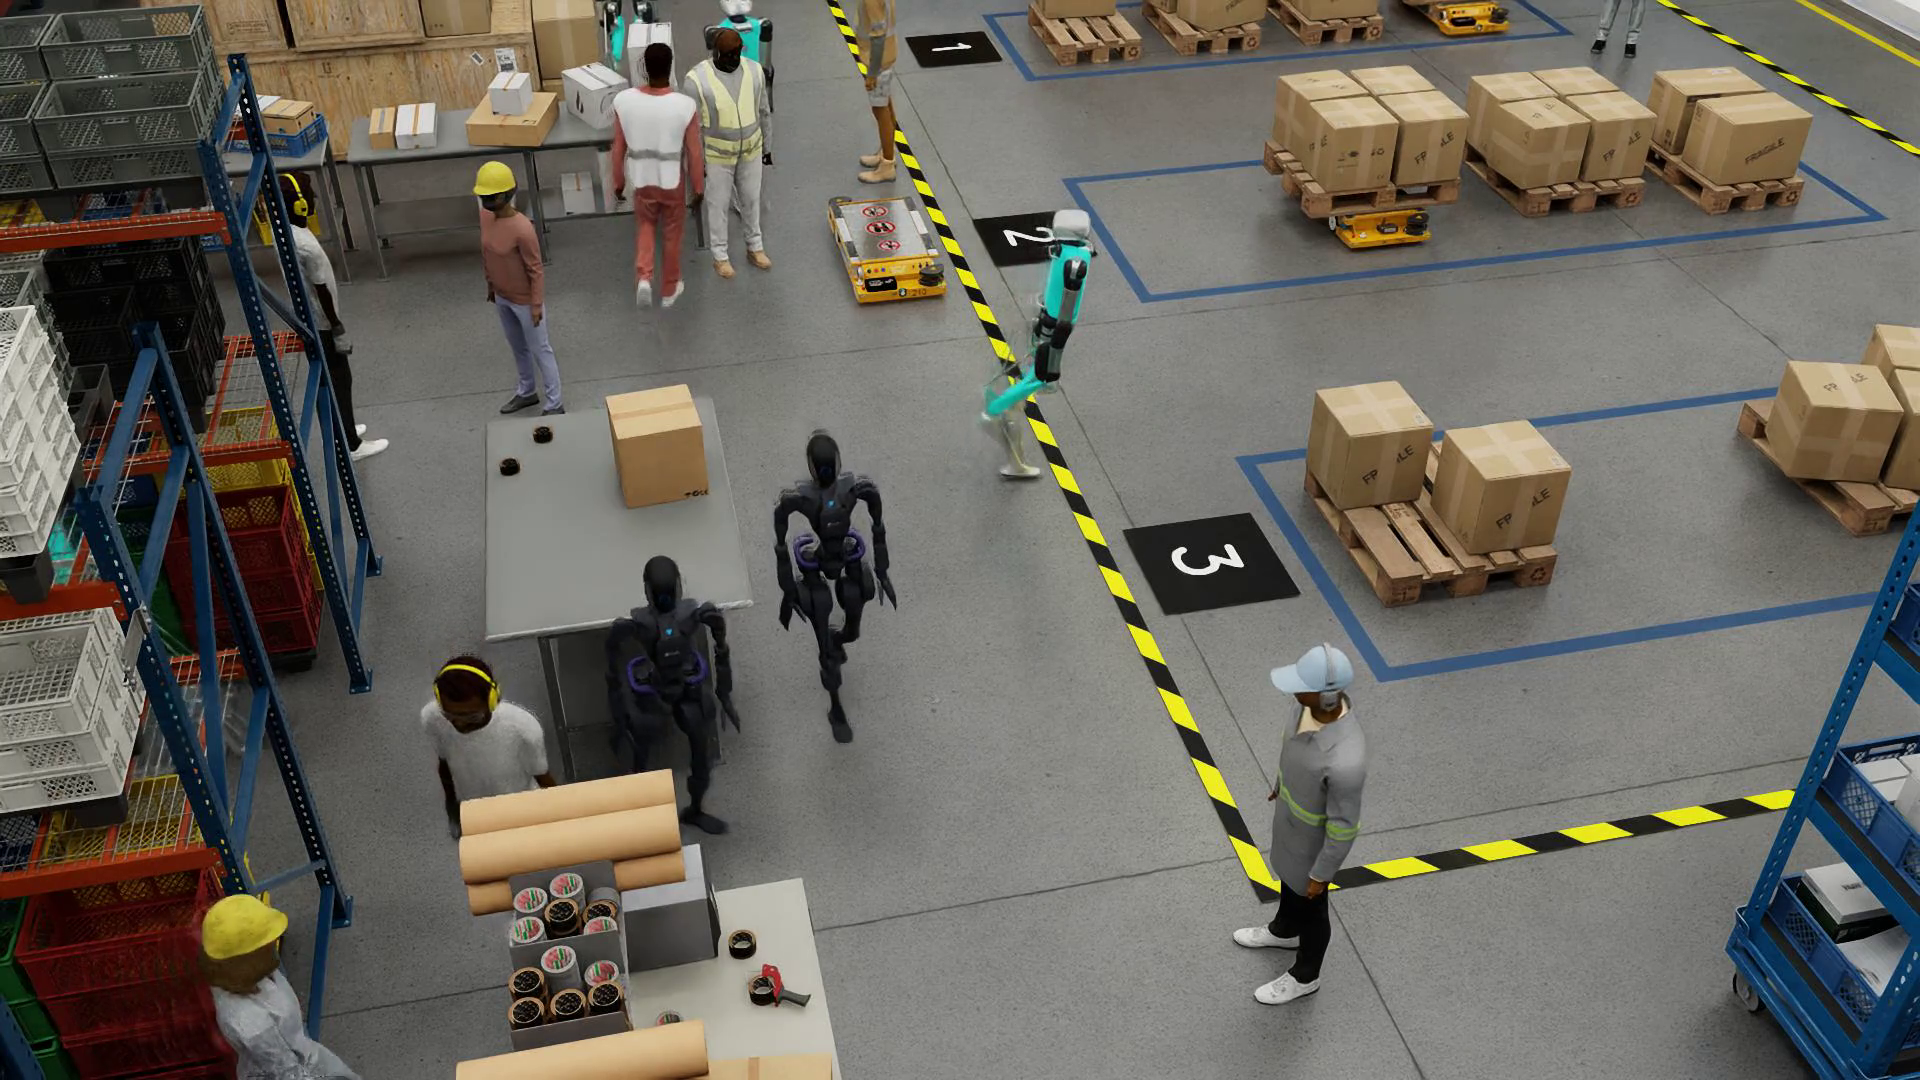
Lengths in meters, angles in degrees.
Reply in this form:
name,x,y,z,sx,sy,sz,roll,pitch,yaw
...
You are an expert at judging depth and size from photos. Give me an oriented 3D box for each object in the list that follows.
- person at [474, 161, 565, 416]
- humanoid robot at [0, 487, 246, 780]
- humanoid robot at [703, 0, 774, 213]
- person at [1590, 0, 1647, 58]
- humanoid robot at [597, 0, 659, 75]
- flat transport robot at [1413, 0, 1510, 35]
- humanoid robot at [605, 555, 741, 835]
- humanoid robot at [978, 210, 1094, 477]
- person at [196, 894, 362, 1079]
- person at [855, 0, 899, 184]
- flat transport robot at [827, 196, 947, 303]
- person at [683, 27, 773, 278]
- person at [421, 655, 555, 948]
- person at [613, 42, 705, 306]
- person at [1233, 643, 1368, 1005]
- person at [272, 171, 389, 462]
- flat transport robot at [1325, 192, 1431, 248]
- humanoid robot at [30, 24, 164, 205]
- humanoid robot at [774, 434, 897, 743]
name,x,y,z,sx,sy,sz,roll,pitch,yaw
person,-2.765,-1.519,10.337,0.529,1.772,0.300,27,44,31
humanoid robot,-3.810,0.490,7.727,0.872,1.852,0.559,-1,37,-1
humanoid robot,-1.746,-3.337,12.839,0.538,1.835,0.660,-18,40,-23
person,6.357,-5.447,15.573,0.587,1.821,0.404,15,39,19
humanoid robot,-2.825,-4.356,14.211,0.542,1.815,0.771,-4,37,-5
flat transport robot,4.959,-5.496,16.916,0.652,0.197,1.431,-8,37,-10
humanoid robot,-1.313,0.688,7.452,0.609,1.647,0.465,-12,38,-16
humanoid robot,0.373,-1.052,9.824,0.766,1.872,0.542,-1,37,-1
person,-2.275,1.855,5.851,0.787,1.715,0.492,-14,39,-17
person,-0.695,-3.837,13.237,0.406,2.030,0.607,2,37,3
flat transport robot,-0.570,-2.220,12.538,0.659,0.231,1.431,-8,37,-10
person,-1.637,-2.801,12.013,0.629,1.835,0.429,-18,40,-23
person,-1.837,1.102,6.768,0.524,1.840,0.535,9,38,12
person,-2.079,-2.468,11.509,0.636,1.888,0.534,4,37,5
person,1.363,1.142,6.693,0.396,1.850,0.596,-4,37,-6
person,-3.832,-1.326,10.008,0.330,1.862,0.497,-28,45,-32
flat transport robot,3.134,-2.740,13.213,0.652,0.197,1.431,-8,37,-10
humanoid robot,-6.303,-2.969,12.319,1.018,1.734,0.553,-13,38,-16
humanoid robot,-0.636,0.154,8.209,0.592,1.652,0.739,-11,38,-14
